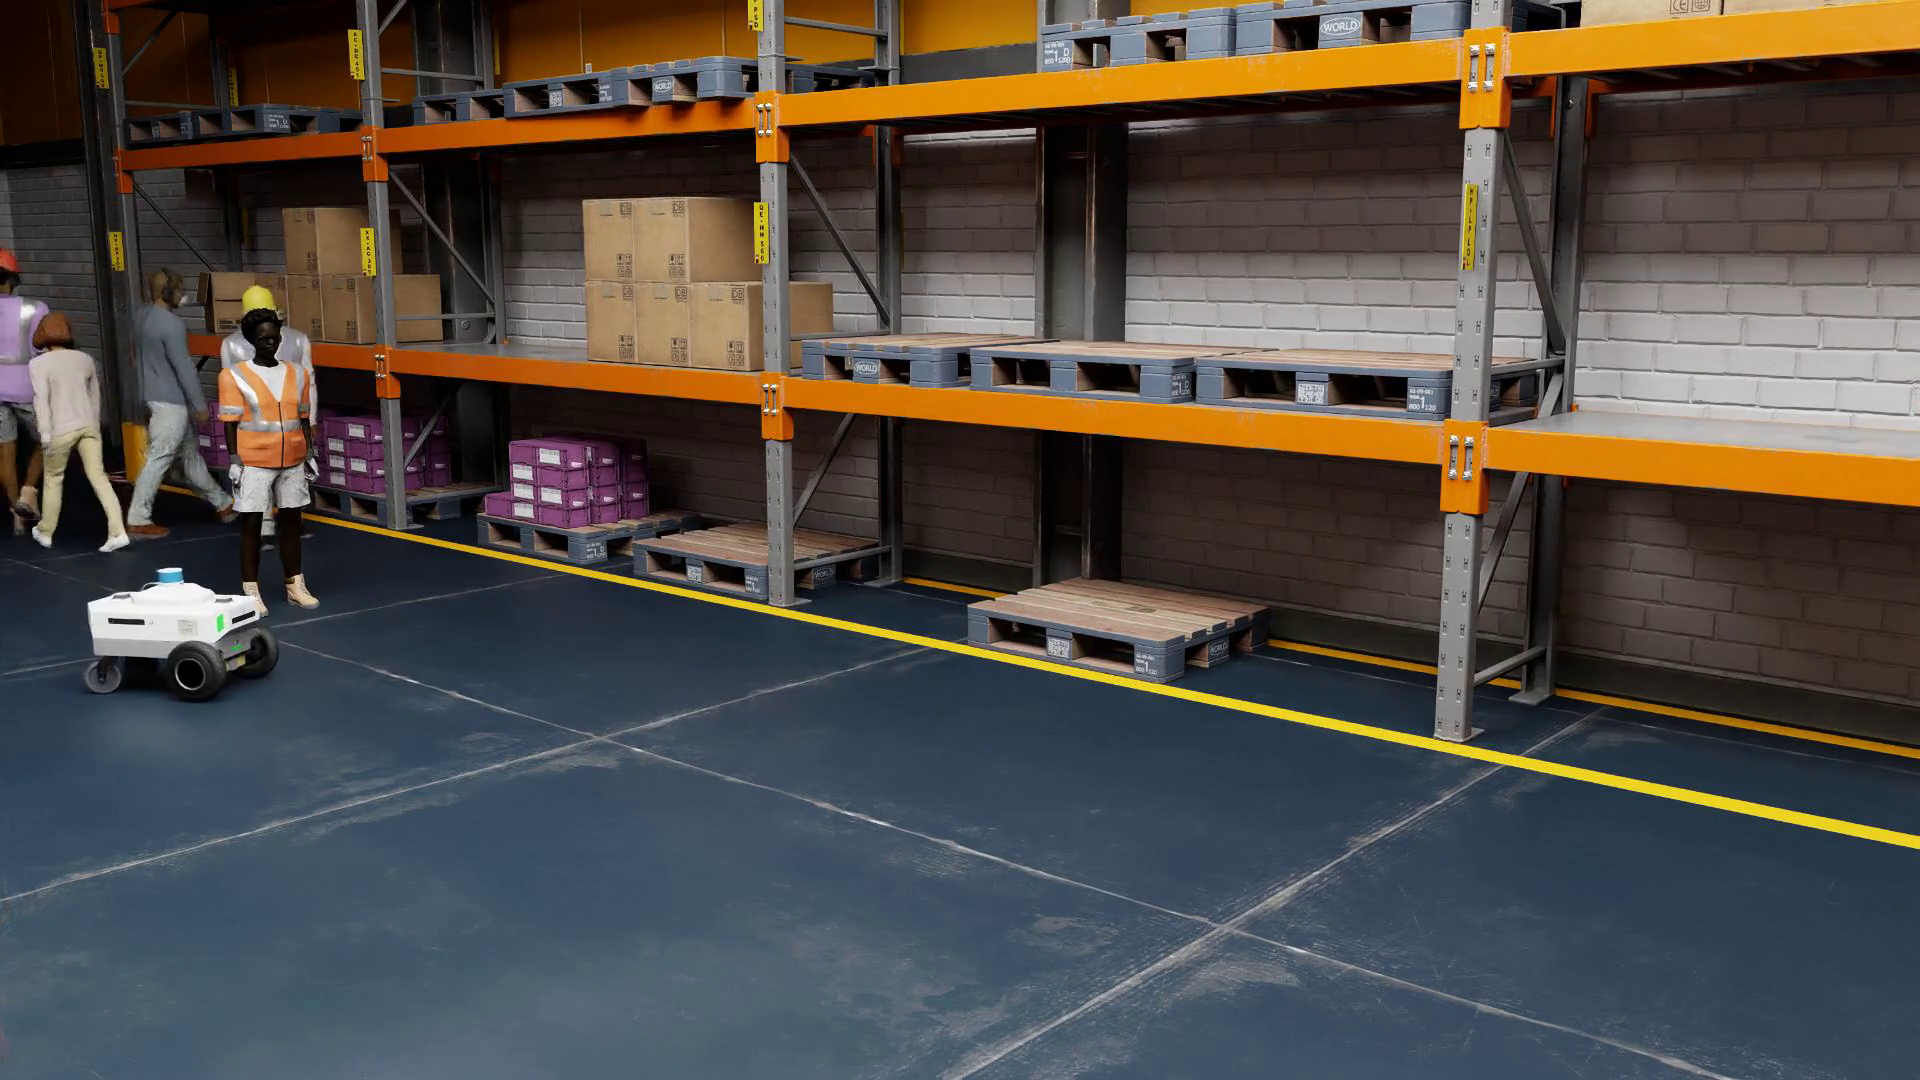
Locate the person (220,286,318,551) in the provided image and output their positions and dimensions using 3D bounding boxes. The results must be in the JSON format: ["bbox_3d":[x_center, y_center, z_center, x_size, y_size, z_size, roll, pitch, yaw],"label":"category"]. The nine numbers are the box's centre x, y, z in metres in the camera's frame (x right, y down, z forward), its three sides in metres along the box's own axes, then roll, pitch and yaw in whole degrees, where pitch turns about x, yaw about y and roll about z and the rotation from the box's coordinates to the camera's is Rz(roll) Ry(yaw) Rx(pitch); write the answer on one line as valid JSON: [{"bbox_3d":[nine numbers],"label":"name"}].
[{"bbox_3d":[-4.707,-0.840,11.348,0.605,1.786,0.702,-5,11,-28],"label":"person"}]

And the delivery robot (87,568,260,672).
[{"bbox_3d":[-3.605,0.371,7.629,0.707,0.478,0.477,2,10,10],"label":"delivery robot"}]

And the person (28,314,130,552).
[{"bbox_3d":[-5.934,-0.704,11.086,0.878,1.582,0.533,5,11,28],"label":"person"}]

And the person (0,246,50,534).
[{"bbox_3d":[-6.678,-1.040,11.719,0.629,2.033,0.446,-2,10,-12],"label":"person"}]

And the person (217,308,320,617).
[{"bbox_3d":[-3.815,-0.431,9.213,0.319,1.697,0.532,9,13,40],"label":"person"}]

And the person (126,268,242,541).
[{"bbox_3d":[-5.502,-0.969,11.770,0.999,1.878,0.647,-9,14,-42],"label":"person"}]
